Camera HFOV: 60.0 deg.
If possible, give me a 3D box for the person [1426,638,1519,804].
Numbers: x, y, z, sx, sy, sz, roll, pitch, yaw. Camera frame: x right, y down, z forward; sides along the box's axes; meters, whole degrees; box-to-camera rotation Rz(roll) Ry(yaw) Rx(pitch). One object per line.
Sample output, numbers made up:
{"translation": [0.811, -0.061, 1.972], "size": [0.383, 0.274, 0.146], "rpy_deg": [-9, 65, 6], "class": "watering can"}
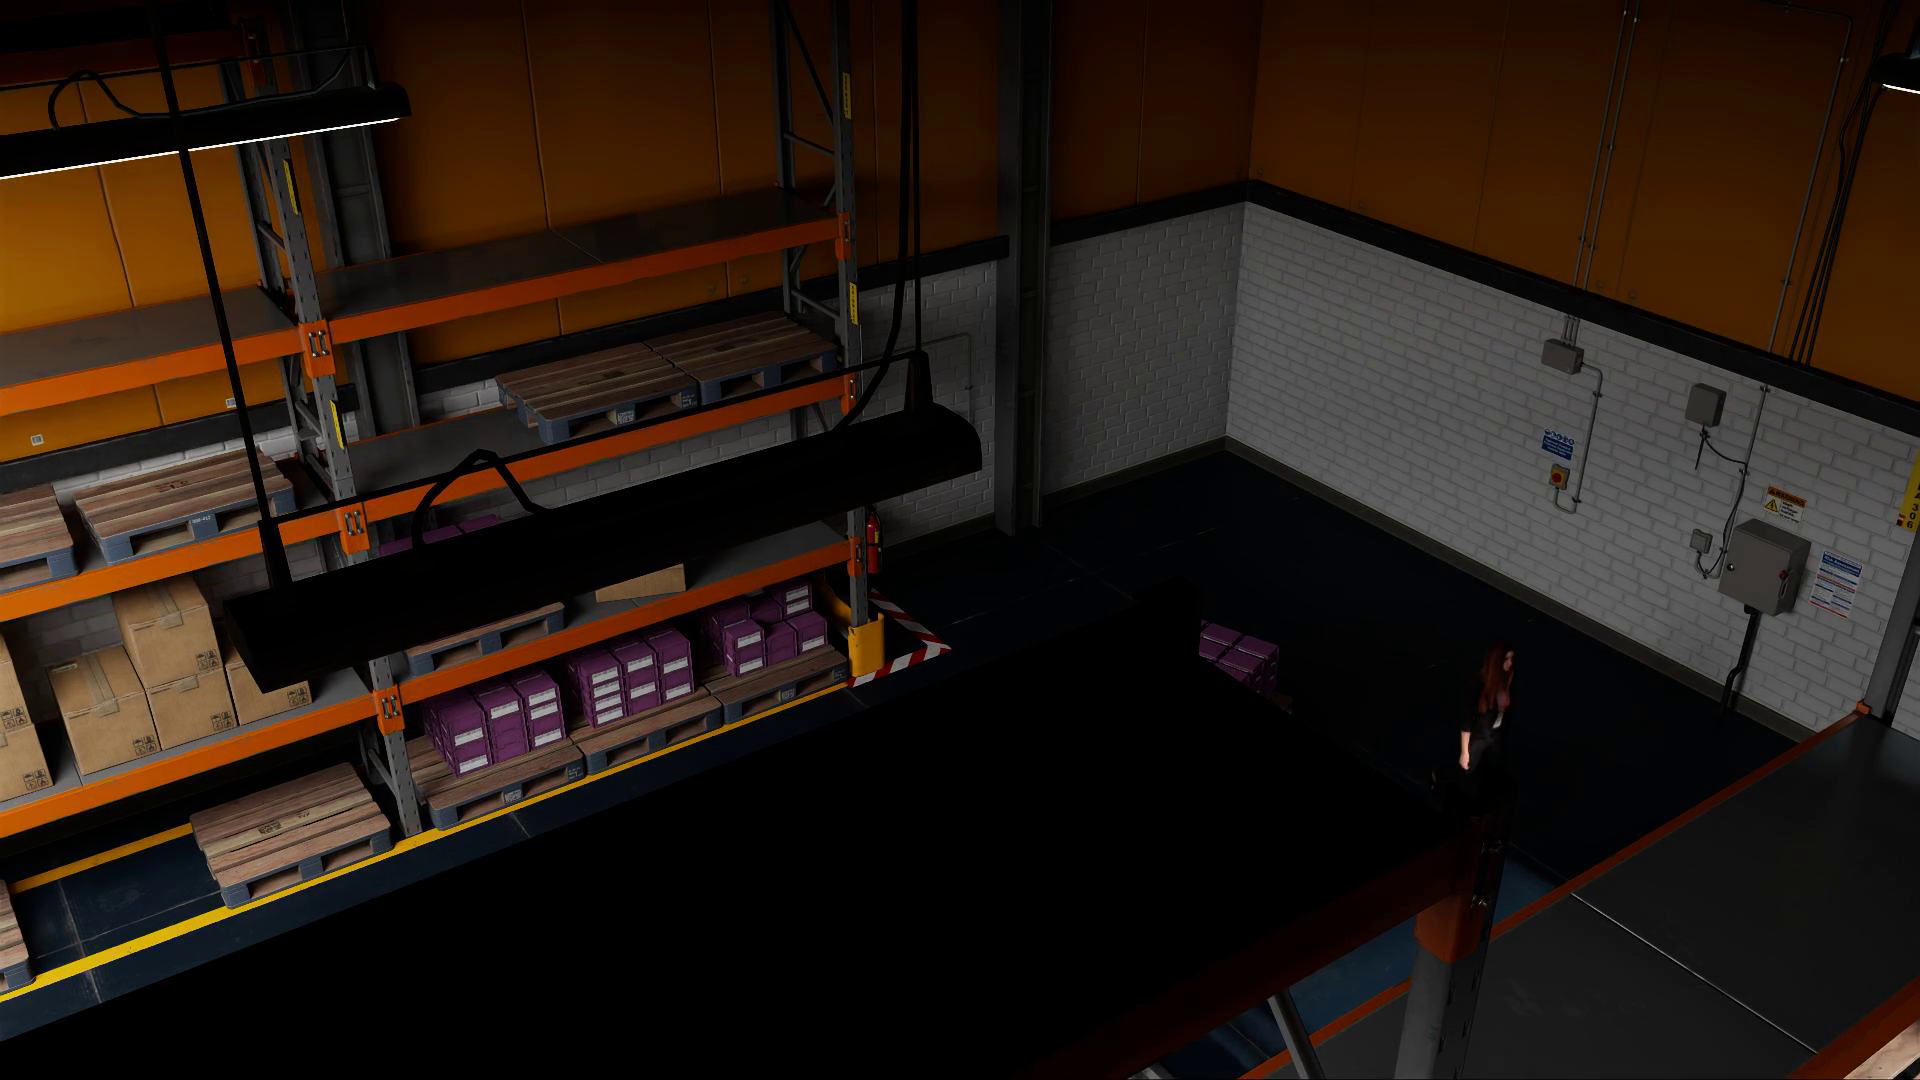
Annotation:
{"translation": [3.786, 1.430, 12.248], "size": [1.105, 1.689, 0.903], "rpy_deg": [-8, 30, -15], "class": "person"}
